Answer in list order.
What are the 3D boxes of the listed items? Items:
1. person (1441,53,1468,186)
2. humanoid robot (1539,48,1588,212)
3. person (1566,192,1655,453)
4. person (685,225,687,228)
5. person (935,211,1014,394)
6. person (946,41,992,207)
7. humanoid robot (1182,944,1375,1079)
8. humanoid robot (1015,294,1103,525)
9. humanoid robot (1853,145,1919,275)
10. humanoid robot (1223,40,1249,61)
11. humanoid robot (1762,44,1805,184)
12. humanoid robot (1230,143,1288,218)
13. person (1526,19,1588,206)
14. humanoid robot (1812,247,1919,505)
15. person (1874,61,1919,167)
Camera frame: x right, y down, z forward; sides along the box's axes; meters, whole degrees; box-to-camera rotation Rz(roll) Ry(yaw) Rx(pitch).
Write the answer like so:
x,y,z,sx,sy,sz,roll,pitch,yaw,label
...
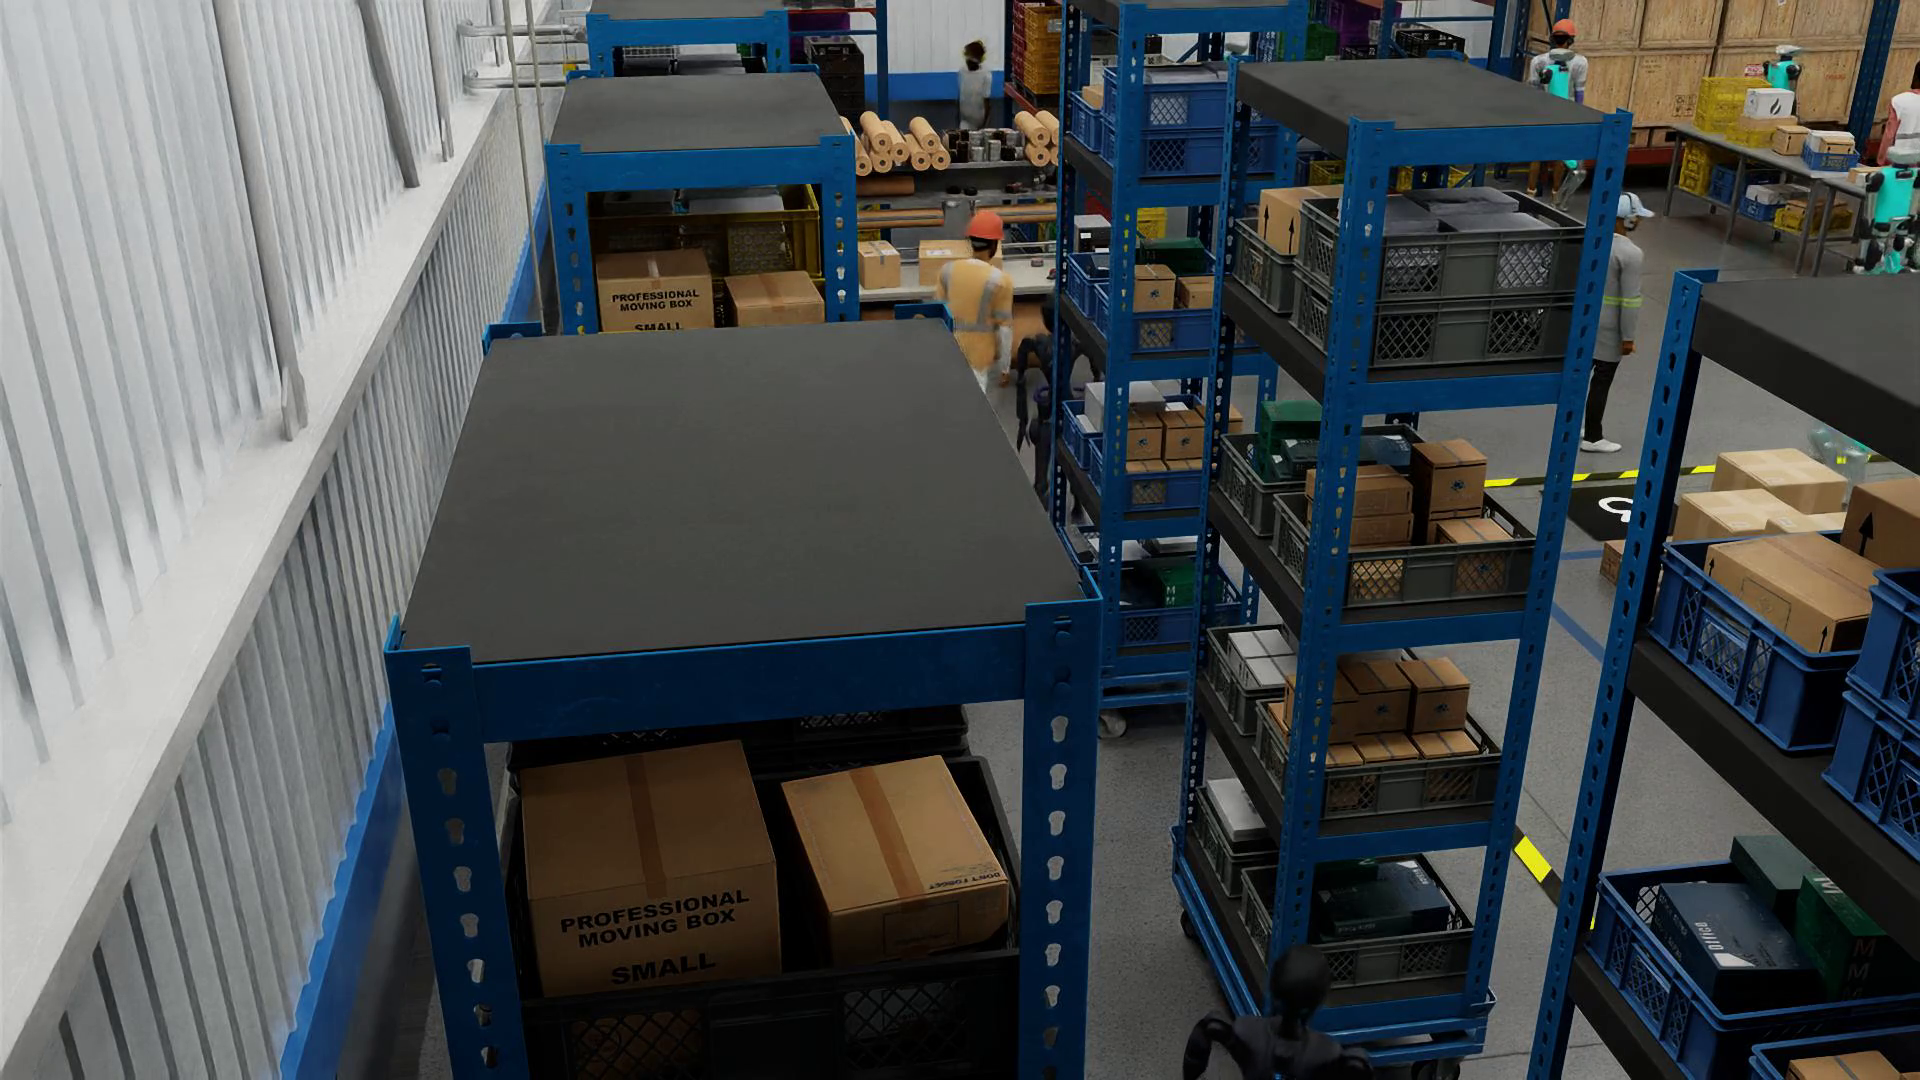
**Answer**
x,y,z,sx,sy,sz,roll,pitch,yaw,label
5.149,-4.236,17.636,0.343,1.838,0.500,-13,28,-25,person
6.624,-4.422,18.092,0.535,1.741,0.737,-19,31,-35,humanoid robot
4.568,-1.532,11.735,0.385,1.850,0.599,-9,26,-18,person
-2.775,-3.698,16.545,0.324,1.766,0.532,-12,27,-24,person
0.106,-1.243,11.098,0.562,1.863,0.948,15,29,29,person
0.110,-4.597,18.429,0.545,1.821,0.792,16,29,30,person
0.830,1.828,4.688,0.595,1.660,0.517,6,25,14,humanoid robot
0.634,-0.734,10.279,0.595,1.618,0.823,6,25,12,humanoid robot
7.561,-2.168,13.380,0.541,1.896,0.728,-7,26,-14,humanoid robot
3.039,-4.751,18.907,0.556,1.744,1.048,8,26,17,humanoid robot
9.284,-4.574,18.622,0.743,1.903,0.539,-5,25,-11,humanoid robot
2.779,-3.139,15.475,0.601,1.625,0.771,0,25,-1,humanoid robot
6.560,-4.709,18.425,0.604,2.034,0.388,6,25,13,person
5.884,-0.976,10.719,0.818,1.815,0.542,-6,25,-13,humanoid robot
9.451,-3.815,16.618,0.592,1.919,0.392,-1,25,-3,person
